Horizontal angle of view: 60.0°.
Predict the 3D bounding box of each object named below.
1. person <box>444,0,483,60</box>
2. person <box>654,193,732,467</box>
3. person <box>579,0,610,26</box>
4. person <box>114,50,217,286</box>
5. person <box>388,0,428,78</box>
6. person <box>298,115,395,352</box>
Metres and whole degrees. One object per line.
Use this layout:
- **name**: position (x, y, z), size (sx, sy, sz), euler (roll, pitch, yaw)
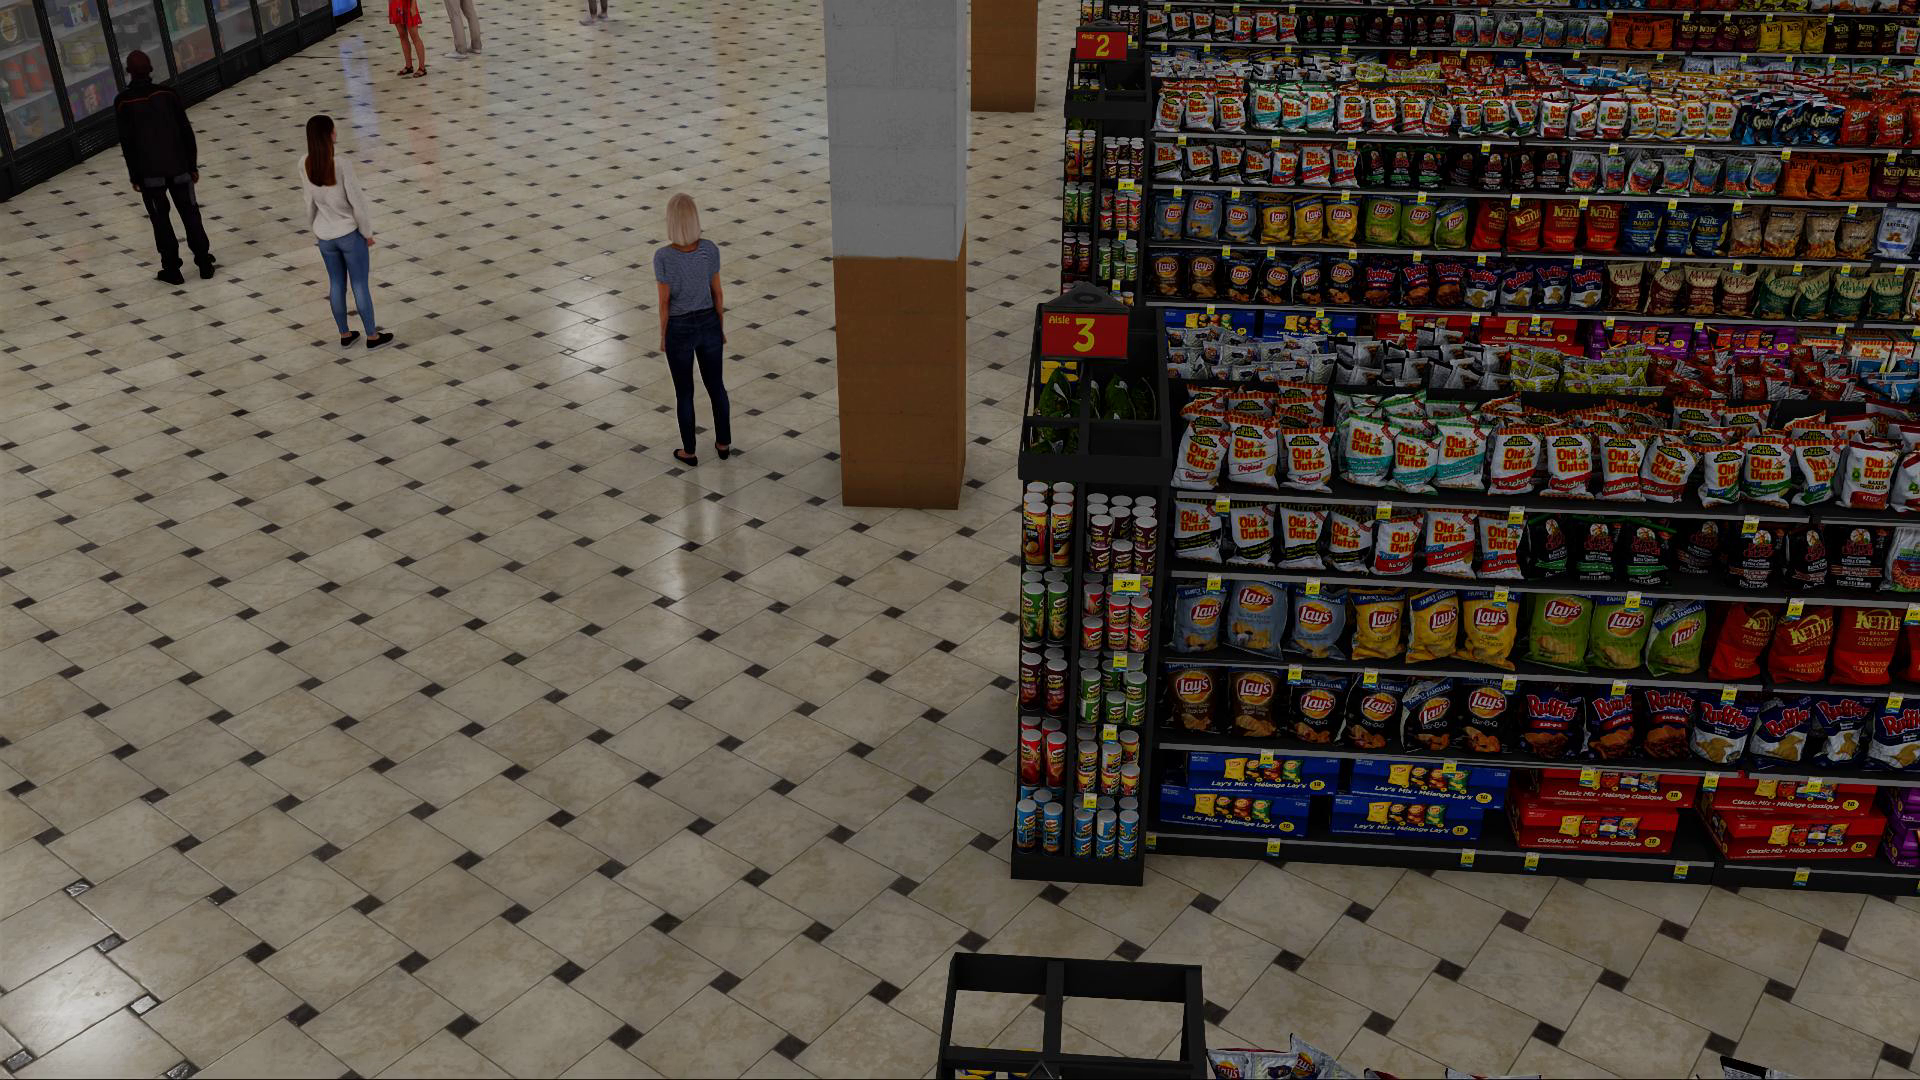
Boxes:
- **person**: position (-6.124, -6.814, 20.145), size (0.711, 1.860, 0.754), euler (14, 32, 24)
- **person**: position (-1.626, -1.276, 10.144), size (0.611, 1.723, 0.714), euler (-14, 32, -24)
- **person**: position (-4.876, -7.745, 21.870), size (0.720, 1.840, 0.744), euler (15, 32, 25)
- **person**: position (-6.256, -2.922, 13.053), size (0.777, 1.825, 0.856), euler (-19, 34, -31)
- **person**: position (-6.456, -6.210, 19.317), size (0.599, 1.593, 0.711), euler (14, 32, 24)
- **person**: position (-4.397, -2.174, 11.821), size (0.547, 1.691, 0.715), euler (8, 30, 14)
